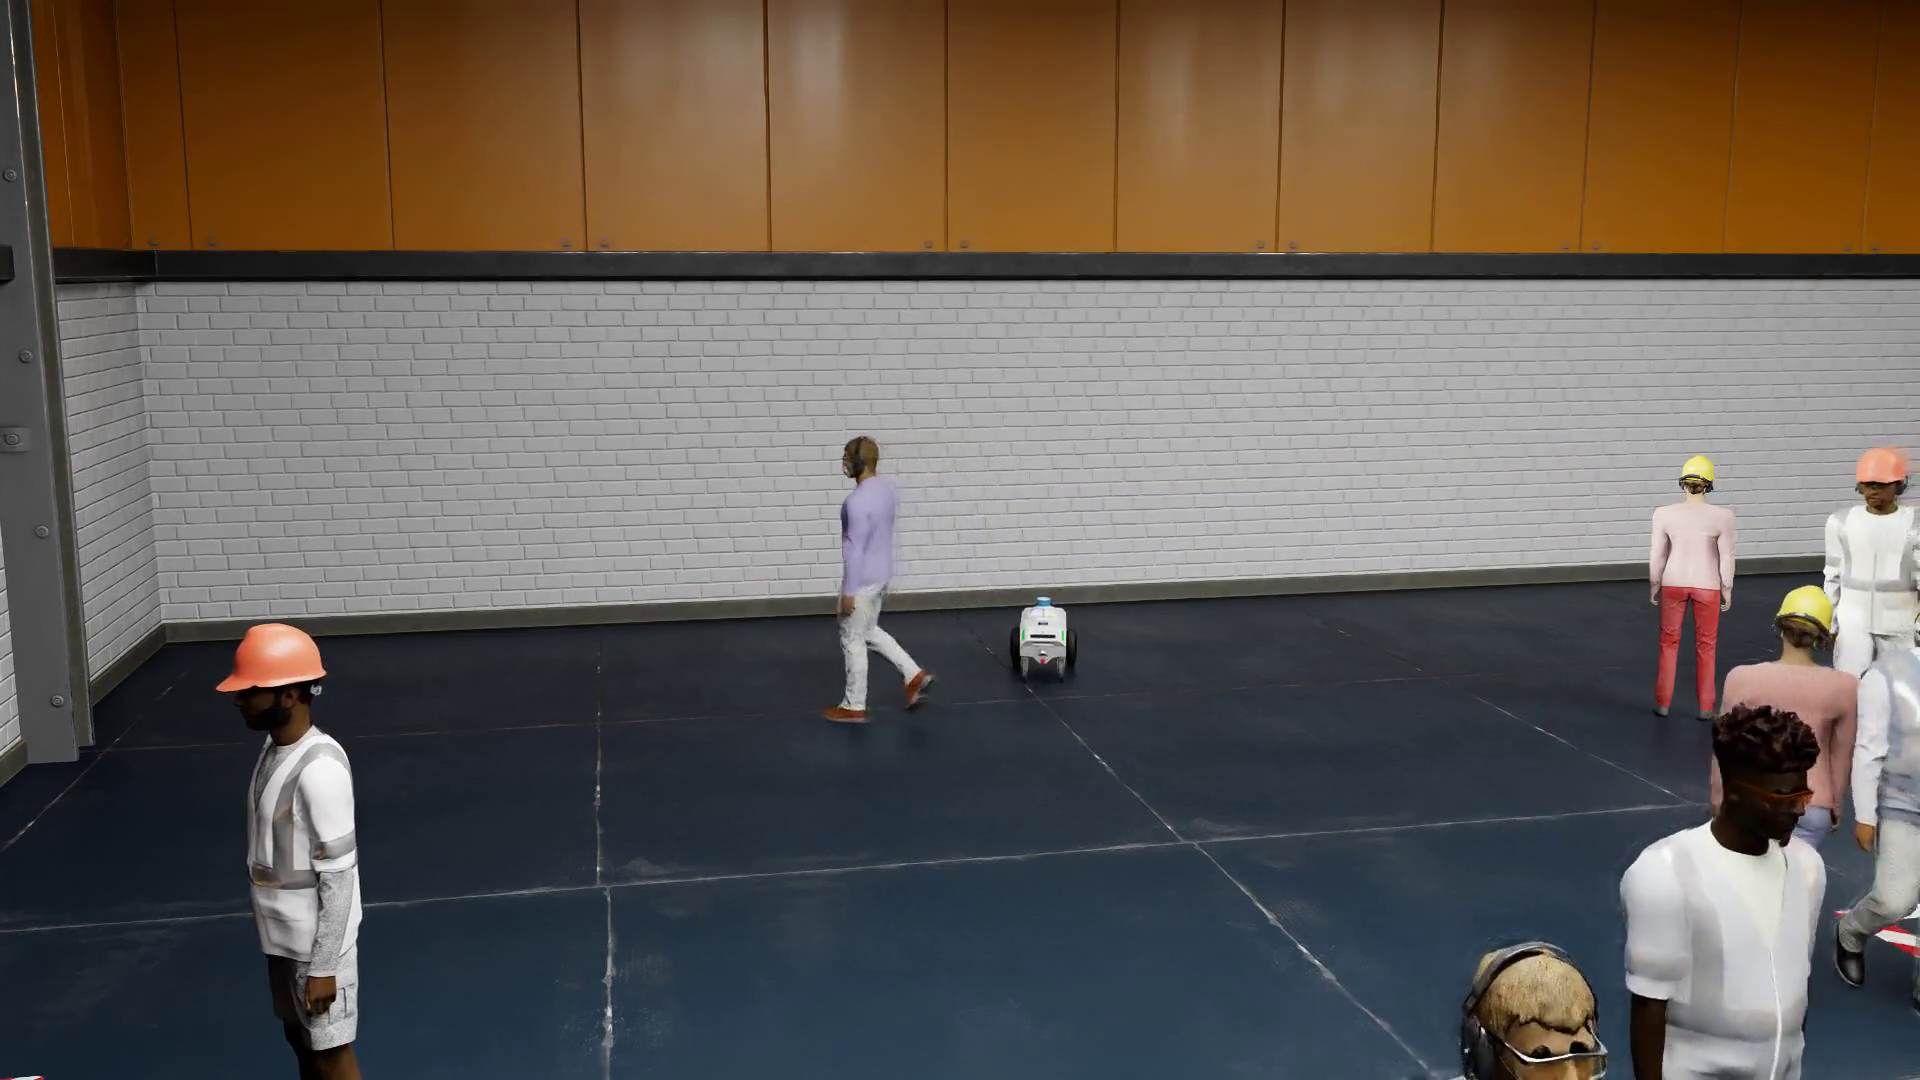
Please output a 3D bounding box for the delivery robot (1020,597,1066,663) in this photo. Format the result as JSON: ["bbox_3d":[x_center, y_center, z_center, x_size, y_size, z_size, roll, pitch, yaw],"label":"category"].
[{"bbox_3d":[0.619,0.668,12.337,0.477,0.478,0.707,1,9,3],"label":"delivery robot"}]

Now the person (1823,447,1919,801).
[{"bbox_3d":[5.286,0.451,9.571,0.625,2.006,1.014,7,12,38],"label":"person"}]

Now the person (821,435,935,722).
[{"bbox_3d":[-0.571,0.270,10.897,0.655,1.919,0.638,3,10,16],"label":"person"}]

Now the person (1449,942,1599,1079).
[{"bbox_3d":[0.938,1.578,2.972,0.635,1.913,0.911,-2,9,-10],"label":"person"}]

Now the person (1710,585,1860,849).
[{"bbox_3d":[3.312,1.052,6.683,0.531,1.746,0.525,2,10,14],"label":"person"}]

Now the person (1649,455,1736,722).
[{"bbox_3d":[4.852,0.322,11.049,0.524,1.769,0.316,5,10,27],"label":"person"}]

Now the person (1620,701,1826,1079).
[{"bbox_3d":[1.901,1.344,4.262,0.617,1.947,0.783,-3,10,-17],"label":"person"}]

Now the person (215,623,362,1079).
[{"bbox_3d":[-2.042,1.207,5.131,0.361,1.938,0.546,-7,12,-38],"label":"person"}]

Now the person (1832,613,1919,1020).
[{"bbox_3d":[3.808,1.033,6.586,0.595,1.817,0.542,0,9,0],"label":"person"}]
